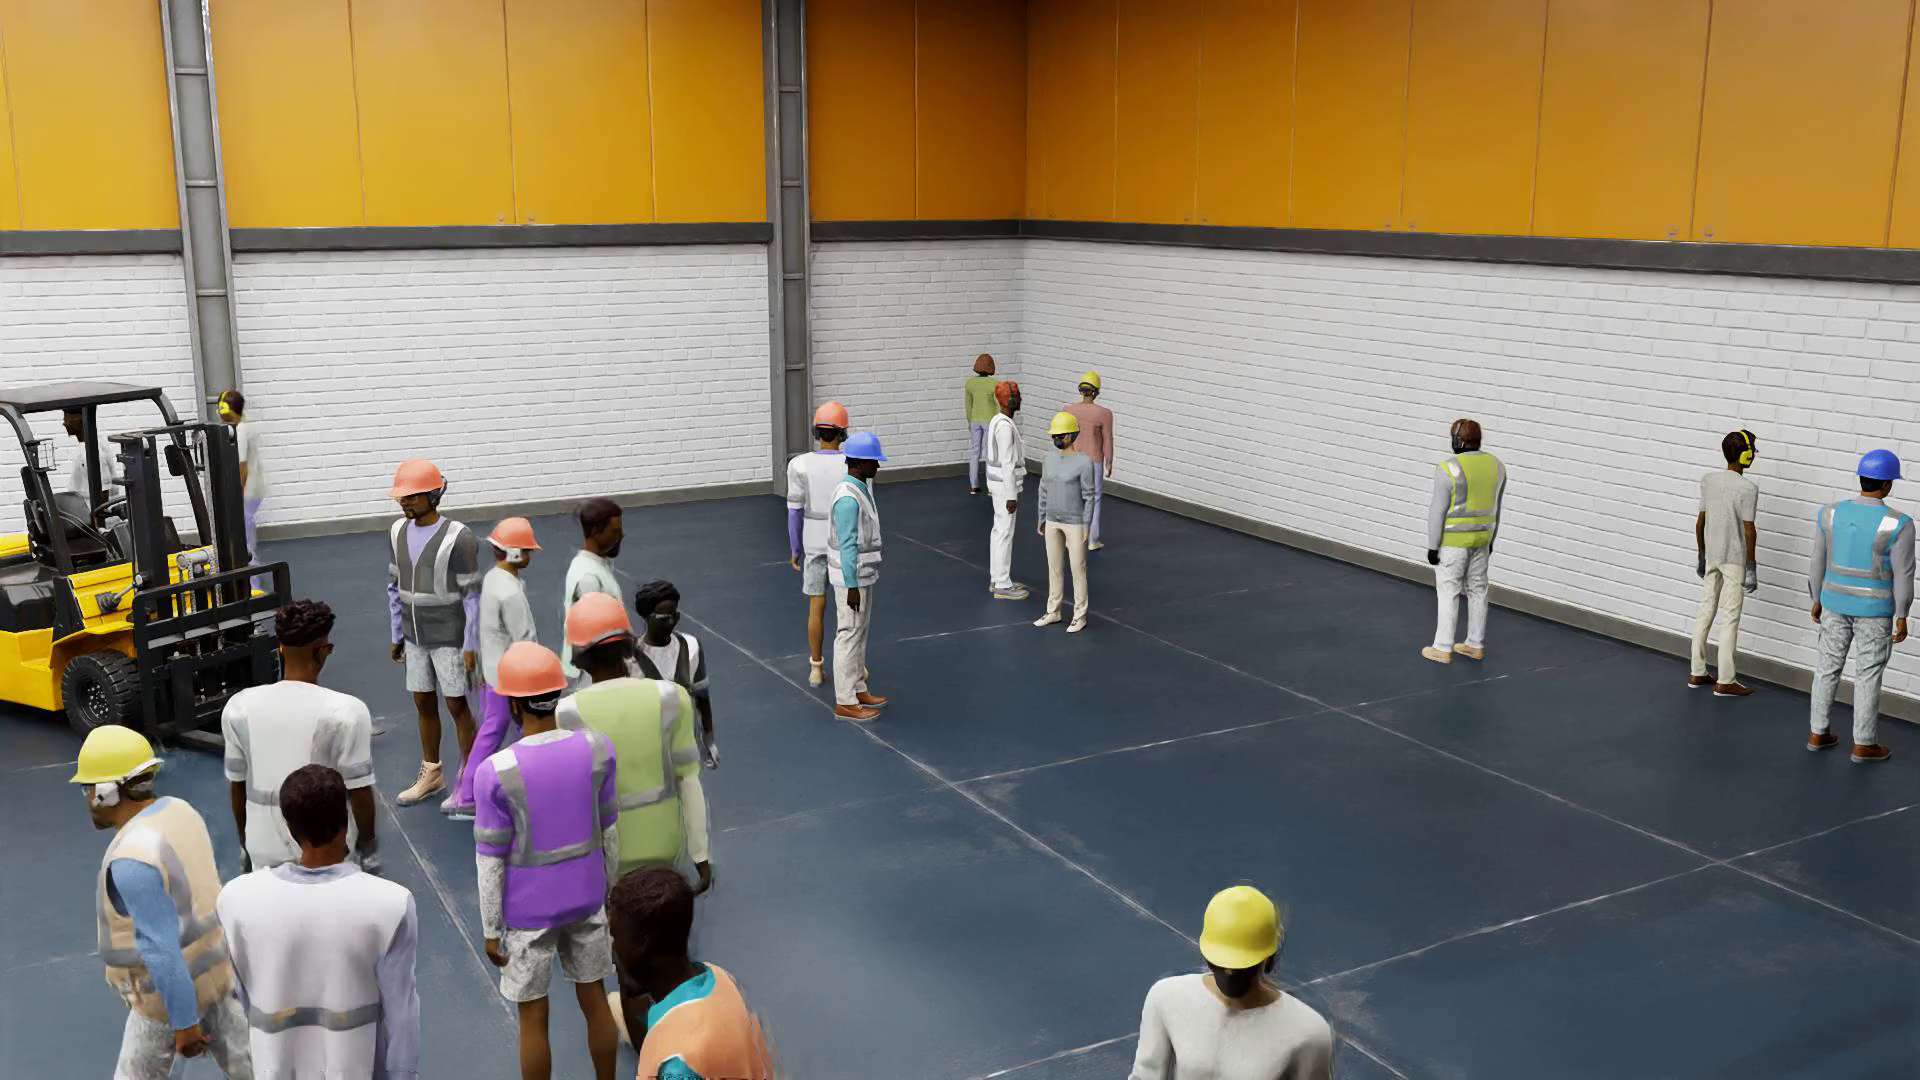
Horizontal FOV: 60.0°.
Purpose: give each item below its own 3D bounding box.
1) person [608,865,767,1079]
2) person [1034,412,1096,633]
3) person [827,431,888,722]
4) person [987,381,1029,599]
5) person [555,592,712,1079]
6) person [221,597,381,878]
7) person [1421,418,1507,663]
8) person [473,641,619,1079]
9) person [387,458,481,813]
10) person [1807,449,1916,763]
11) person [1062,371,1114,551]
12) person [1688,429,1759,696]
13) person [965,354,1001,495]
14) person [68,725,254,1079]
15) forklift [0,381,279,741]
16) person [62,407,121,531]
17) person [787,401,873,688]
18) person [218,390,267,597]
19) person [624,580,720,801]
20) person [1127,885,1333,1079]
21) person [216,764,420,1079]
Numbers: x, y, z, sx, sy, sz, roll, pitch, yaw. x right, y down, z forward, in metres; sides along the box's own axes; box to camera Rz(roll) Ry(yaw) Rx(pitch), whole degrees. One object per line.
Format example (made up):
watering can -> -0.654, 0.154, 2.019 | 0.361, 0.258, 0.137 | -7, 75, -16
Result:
person -> -0.627, 1.740, 4.214 | 0.654, 1.864, 0.621 | 0, 12, 1
person -> 0.832, -0.143, 13.282 | 0.533, 1.768, 0.311 | 10, 16, 39
person -> -0.679, 0.239, 11.089 | 0.415, 1.939, 0.605 | 1, 12, 6
person -> 0.408, -0.435, 14.367 | 0.346, 1.883, 0.584 | -1, 12, -5
person -> -1.343, 1.187, 6.505 | 0.618, 1.989, 0.995 | -7, 14, -30
person -> -2.587, 1.191, 6.615 | 0.606, 1.945, 0.428 | 2, 12, 8
person -> 3.747, 0.007, 12.424 | 0.627, 1.836, 0.429 | -5, 13, -22
person -> -1.508, 1.311, 6.087 | 0.547, 1.929, 0.388 | -9, 15, -36
person -> -2.996, 0.542, 9.417 | 0.614, 2.041, 0.389 | 5, 13, 24
person -> 5.574, 0.402, 10.296 | 0.393, 1.946, 0.617 | -8, 15, -34
person -> 1.240, -0.767, 16.237 | 0.532, 1.757, 0.336 | 4, 13, 17
person -> 5.374, 0.157, 11.632 | 0.329, 1.872, 0.509 | -5, 13, -22
person -> 0.288, -1.329, 19.153 | 0.499, 1.633, 0.286 | 8, 14, 32
person -> -2.687, 1.484, 5.662 | 0.998, 1.762, 0.599 | -1, 12, -5
forklift -> -5.853, 0.085, 11.199 | 2.313, 2.155, 1.214 | 7, 14, 28
person -> -6.692, -0.160, 12.885 | 0.363, 1.963, 0.612 | -6, 14, -27
person -> -0.908, 0.035, 11.790 | 0.610, 2.042, 0.396 | 1, 12, 5
person -> -6.078, -0.345, 14.073 | 0.395, 1.831, 0.530 | -6, 13, -26
person -> -1.392, 1.023, 7.991 | 0.549, 1.670, 0.680 | -10, 16, -40
person -> 0.717, 1.747, 4.552 | 0.537, 1.713, 0.946 | 6, 14, 28
person -> -1.889, 1.583, 5.004 | 0.576, 1.857, 1.000 | -1, 12, -6
